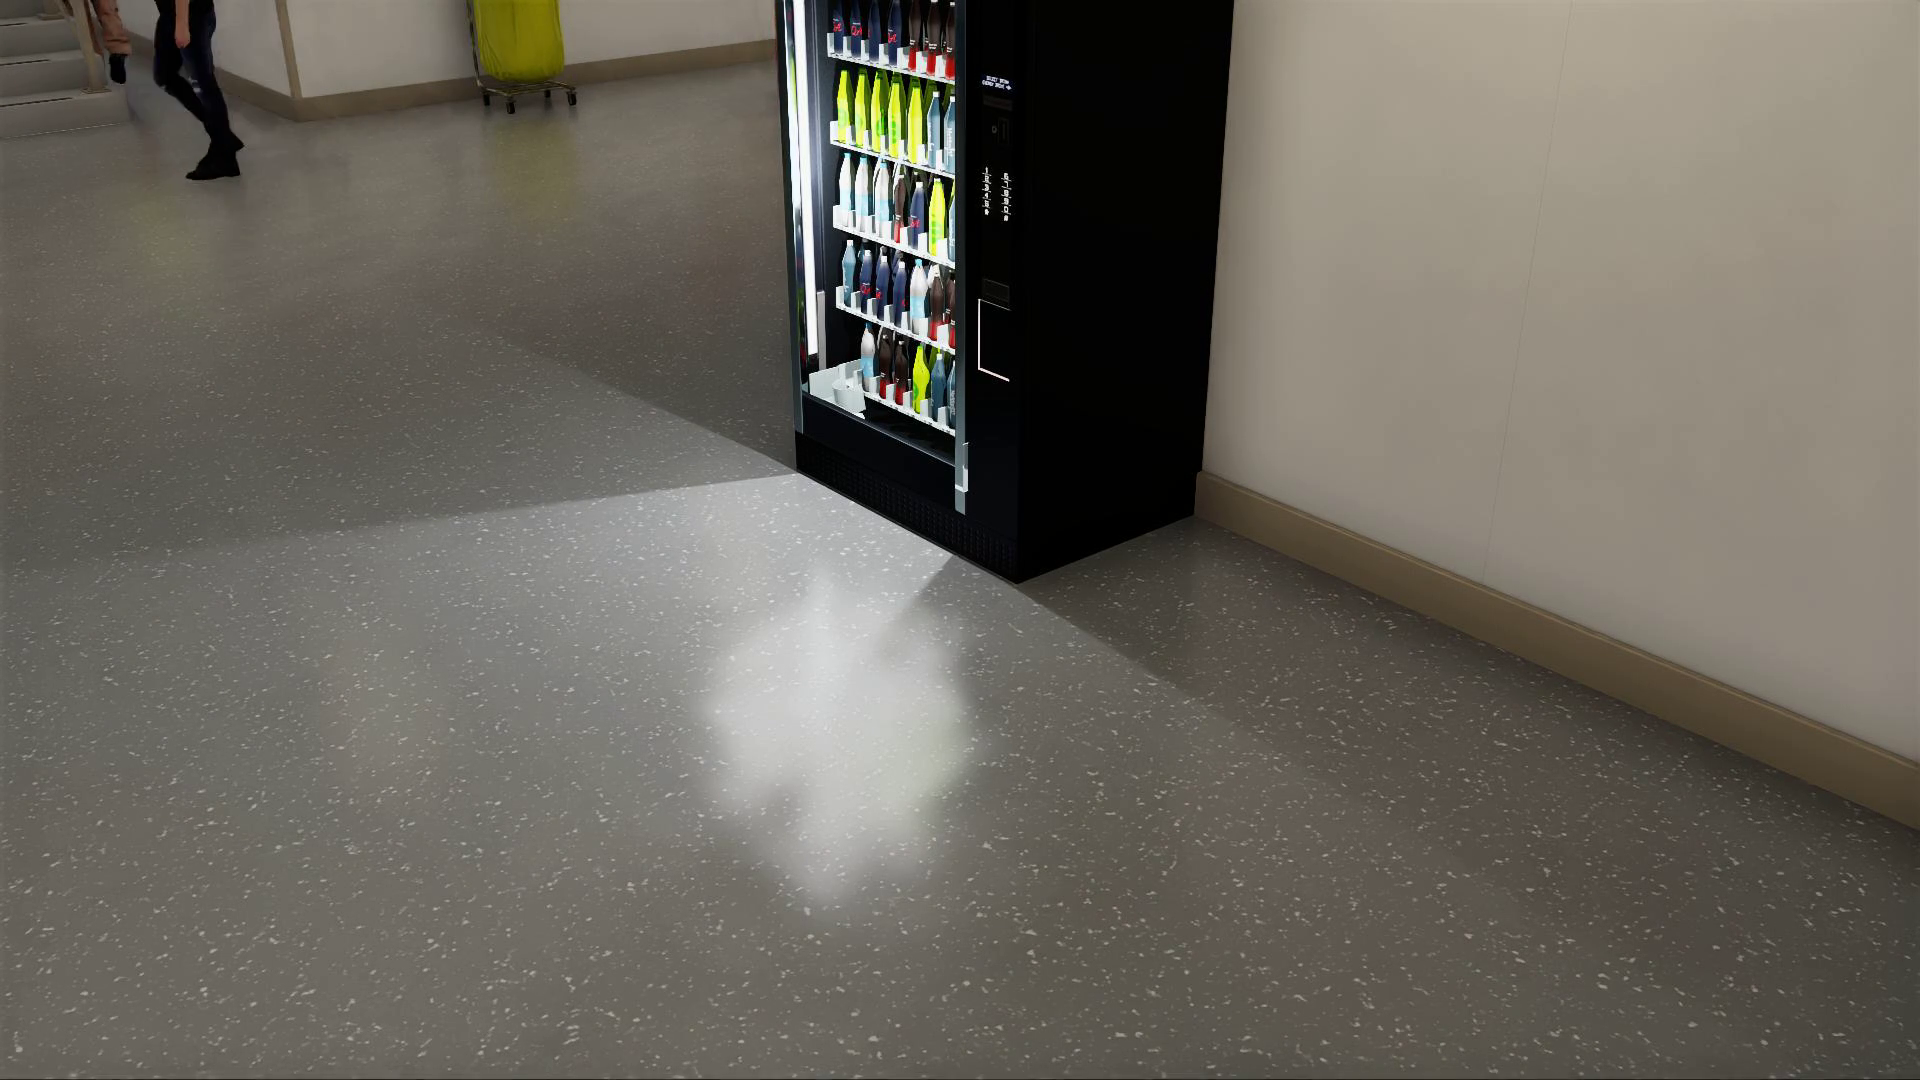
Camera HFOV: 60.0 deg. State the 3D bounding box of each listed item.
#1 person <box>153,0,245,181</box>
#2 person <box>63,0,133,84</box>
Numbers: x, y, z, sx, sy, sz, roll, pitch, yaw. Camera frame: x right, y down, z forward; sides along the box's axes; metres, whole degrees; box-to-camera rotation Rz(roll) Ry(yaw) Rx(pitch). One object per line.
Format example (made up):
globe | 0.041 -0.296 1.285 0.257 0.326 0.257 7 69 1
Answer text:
person | -4.468 -3.086 9.787 0.769 1.888 0.592 -18 31 -32
person | -6.469 -4.249 12.271 0.793 1.824 0.909 -17 31 -31
